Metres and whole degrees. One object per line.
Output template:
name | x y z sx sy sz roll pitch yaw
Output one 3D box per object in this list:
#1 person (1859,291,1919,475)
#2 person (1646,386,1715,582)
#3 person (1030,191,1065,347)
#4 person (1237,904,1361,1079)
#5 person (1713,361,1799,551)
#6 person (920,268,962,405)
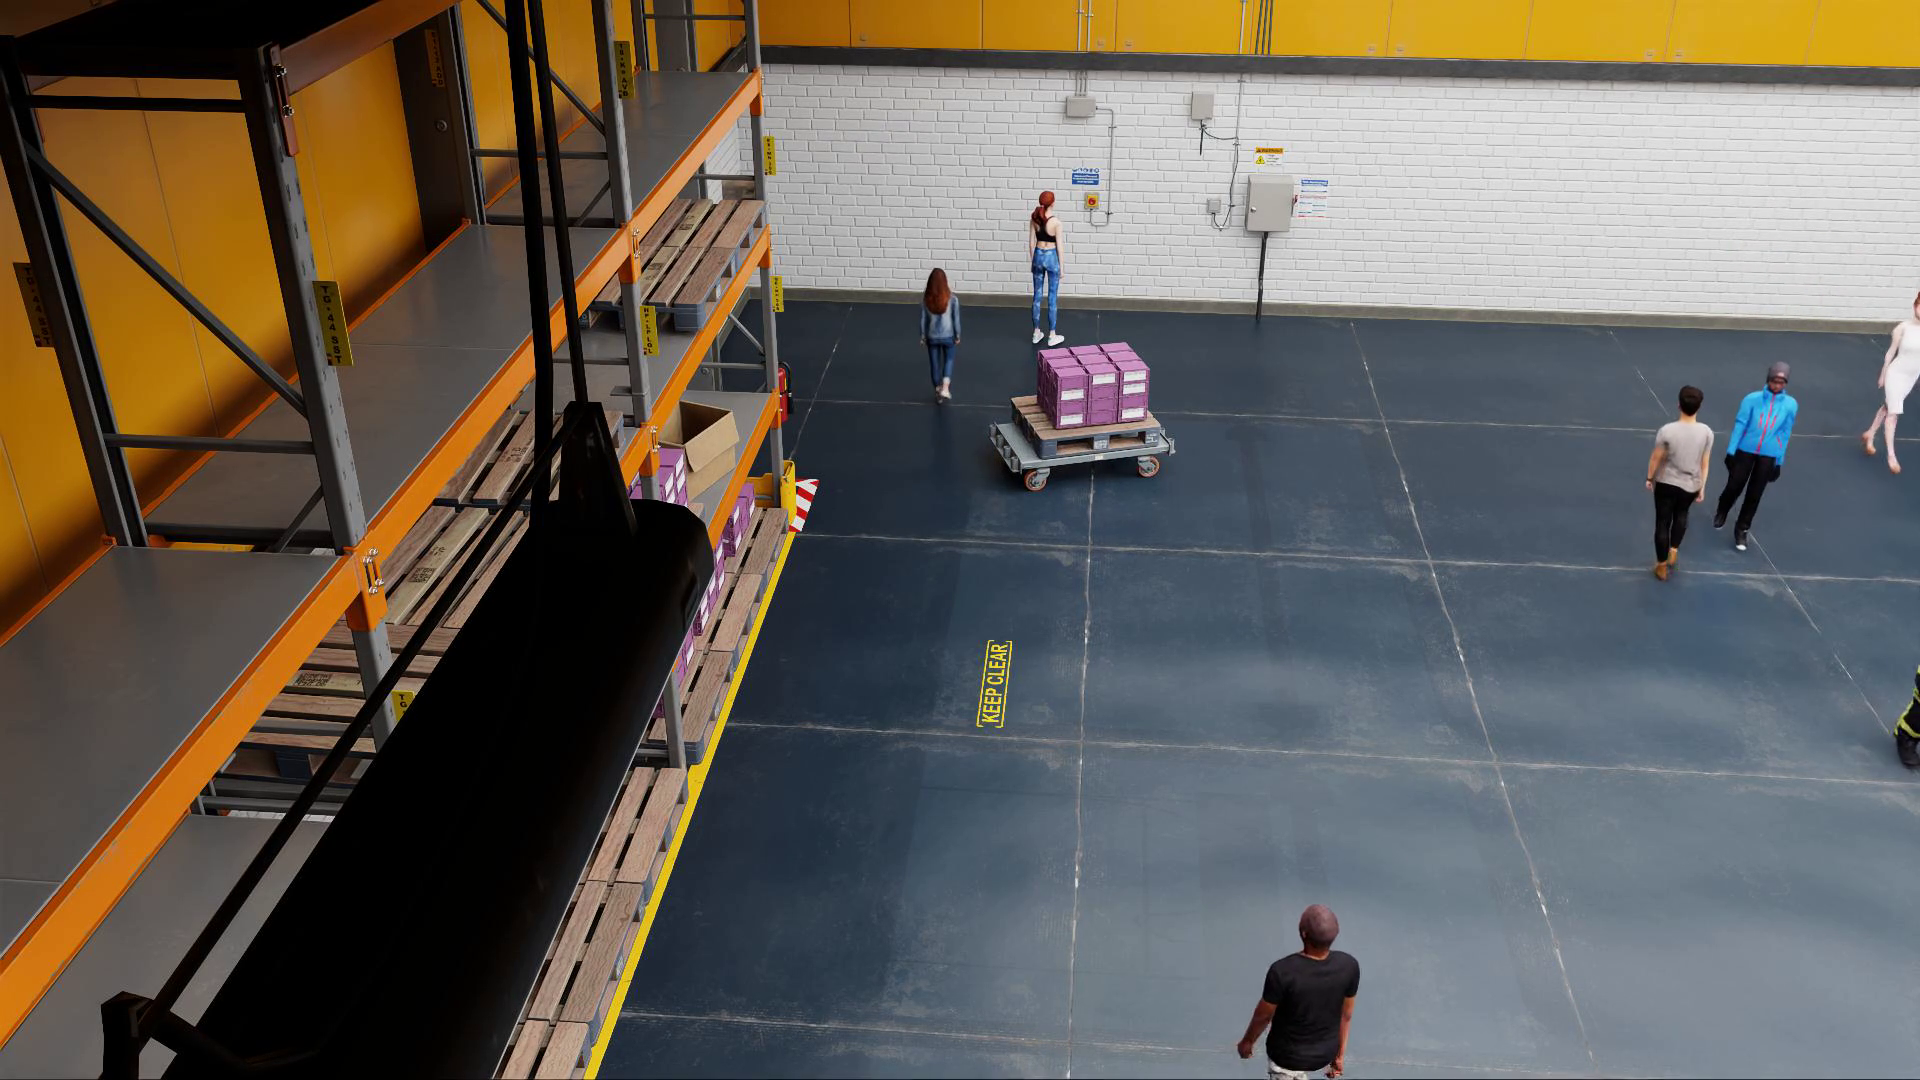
person | 9.059 -1.582 16.091 0.667 1.762 0.995 -2 29 -4
person | 6.064 -0.440 14.062 0.684 1.700 0.783 7 29 12
person | 0.976 -3.079 18.811 0.658 1.785 0.695 14 32 24
person | 1.730 2.642 8.339 0.992 1.770 1.309 -9 30 -15
person | 6.993 -0.782 14.607 0.695 1.778 0.810 9 30 15
person | -0.210 -2.096 17.337 0.591 1.472 0.553 1 29 2
